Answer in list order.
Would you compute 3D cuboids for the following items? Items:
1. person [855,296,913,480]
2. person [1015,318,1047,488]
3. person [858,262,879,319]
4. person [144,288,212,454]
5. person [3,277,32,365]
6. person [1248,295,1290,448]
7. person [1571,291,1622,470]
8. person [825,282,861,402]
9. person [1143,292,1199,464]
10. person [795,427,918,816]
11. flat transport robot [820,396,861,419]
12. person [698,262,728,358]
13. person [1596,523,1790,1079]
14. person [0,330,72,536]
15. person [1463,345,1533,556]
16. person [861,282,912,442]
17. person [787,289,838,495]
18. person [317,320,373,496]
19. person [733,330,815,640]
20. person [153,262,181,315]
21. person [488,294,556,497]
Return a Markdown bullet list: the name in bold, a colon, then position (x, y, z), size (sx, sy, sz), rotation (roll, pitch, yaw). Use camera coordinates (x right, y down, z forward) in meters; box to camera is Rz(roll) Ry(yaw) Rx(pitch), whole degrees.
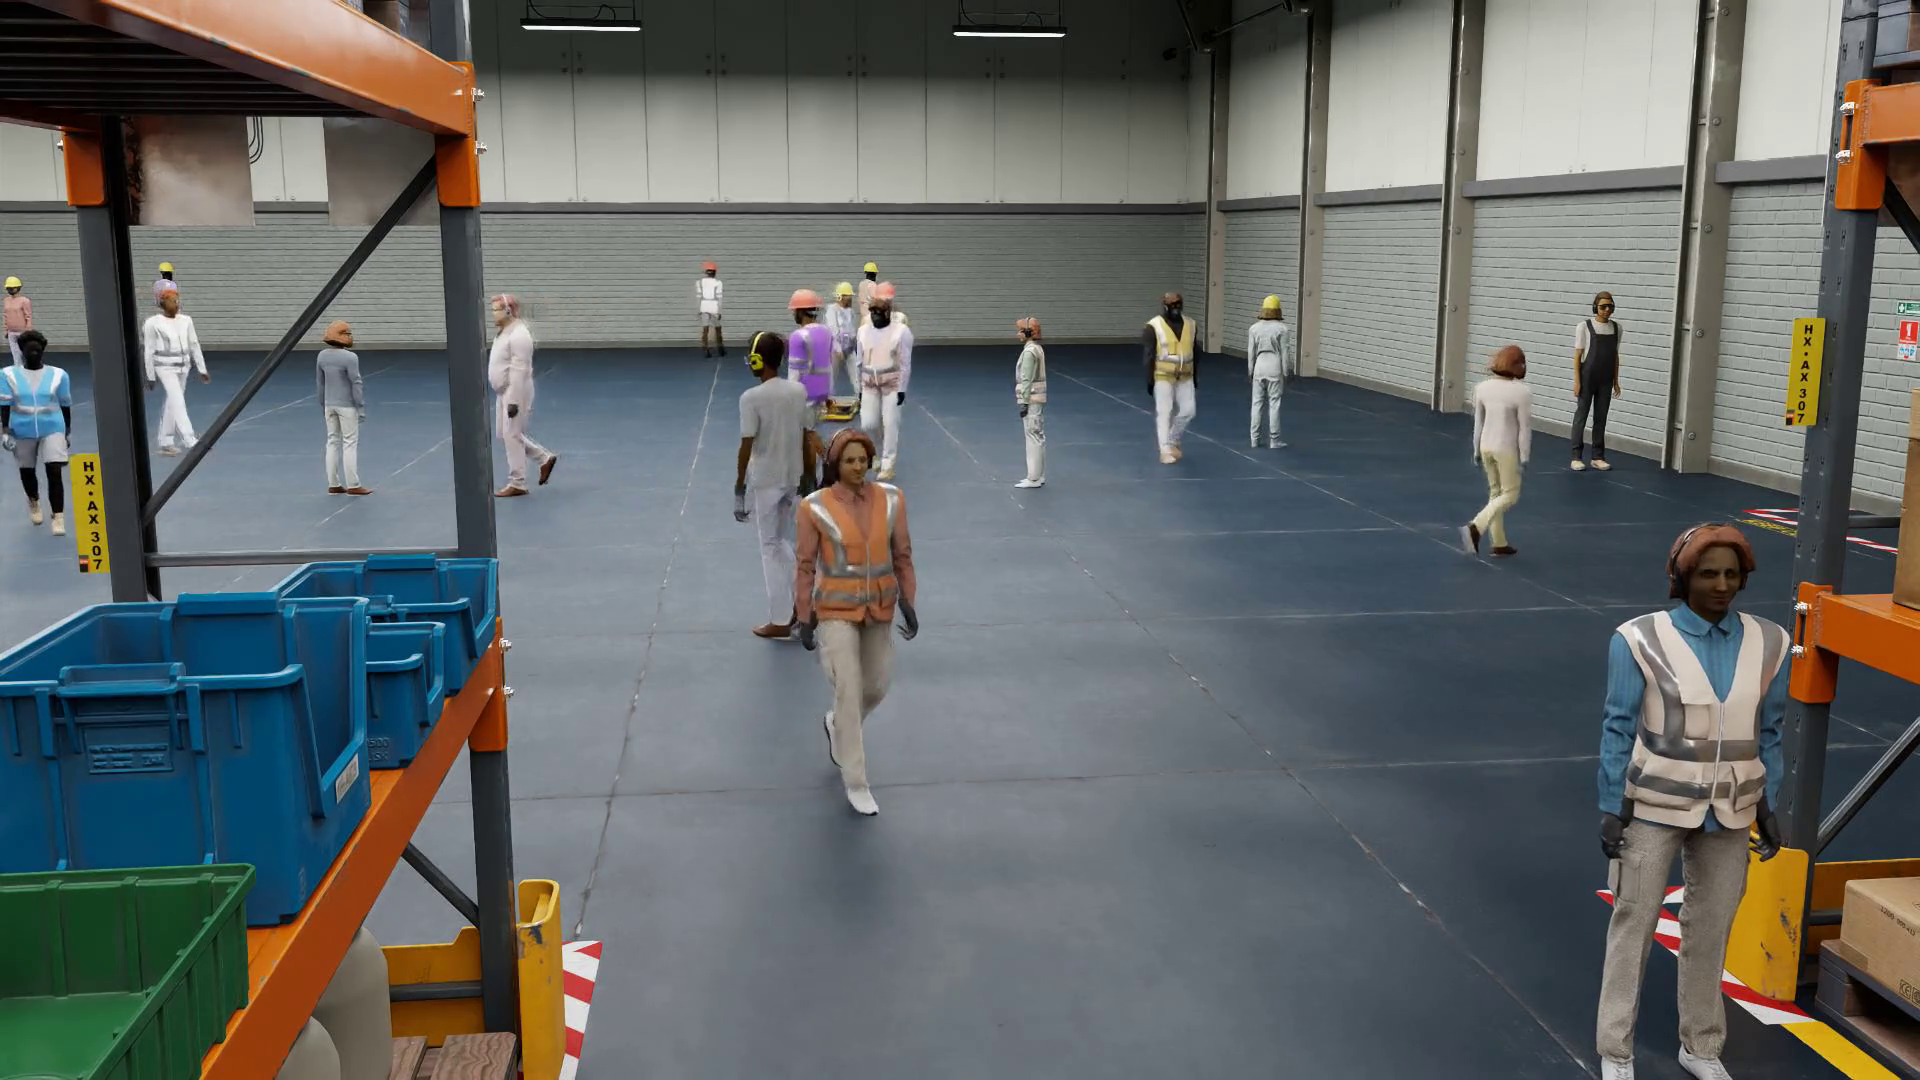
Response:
- **person**: position (-0.758, -1.511, 16.573), size (0.627, 1.824, 0.482), rotation (4, 11, 19)
- **person**: position (0.687, -1.317, 16.013), size (0.312, 1.634, 0.514), rotation (2, 11, 12)
- **person**: position (-1.673, -4.200, 31.010), size (0.363, 1.928, 0.587), rotation (-7, 12, -34)
- **person**: position (-8.530, -1.827, 18.248), size (0.946, 1.839, 0.581), rotation (4, 11, 20)
- **person**: position (-15.184, -3.353, 26.806), size (0.525, 1.770, 0.307), rotation (3, 11, 15)
- **person**: position (3.545, -1.922, 19.032), size (0.492, 1.741, 0.323), rotation (7, 13, 34)
- **person**: position (6.578, -1.636, 17.178), size (0.506, 1.847, 0.345), rotation (-1, 10, -8)
- **person**: position (-1.539, -2.582, 22.525), size (0.931, 1.780, 0.597), rotation (7, 13, 35)
- **person**: position (2.254, -1.719, 17.686), size (0.648, 1.824, 0.452), rotation (-4, 11, -19)
- **person**: position (-0.472, 0.307, 7.160), size (0.521, 1.614, 0.705), rotation (-6, 12, -30)
- **flat transport robot**: position (-1.718, -1.780, 22.282), size (0.652, 0.197, 1.431), rotation (0, 10, 3)
- **person**: position (-4.958, -4.607, 33.310), size (0.562, 1.889, 0.952), rotation (2, 11, 11)
- **person**: position (2.014, 0.760, 4.606), size (0.523, 1.640, 0.306), rotation (-1, 10, -3)
- **person**: position (-7.531, -0.892, 13.583), size (0.532, 1.668, 0.785), rotation (-5, 12, -26)
- **person**: position (3.994, -0.647, 12.401), size (0.612, 1.615, 0.504), rotation (-6, 12, -31)
- **person**: position (-0.853, -1.988, 18.957), size (0.548, 1.909, 0.946), rotation (-3, 11, -16)
- **person**: position (-1.401, -1.349, 15.383), size (0.413, 1.923, 0.572), rotation (6, 12, 31)
- **person**: position (-5.748, -1.222, 15.489), size (0.505, 1.631, 0.278), rotation (5, 11, 26)
- **person**: position (-1.124, -0.316, 9.912), size (0.394, 1.853, 0.567), rotation (9, 14, 40)
- **person**: position (-14.855, -4.246, 31.250), size (0.587, 1.930, 0.361), rotation (5, 11, 24)
- **person**: position (-4.098, -1.346, 15.500), size (0.589, 1.888, 0.646), rotation (-6, 12, -30)
